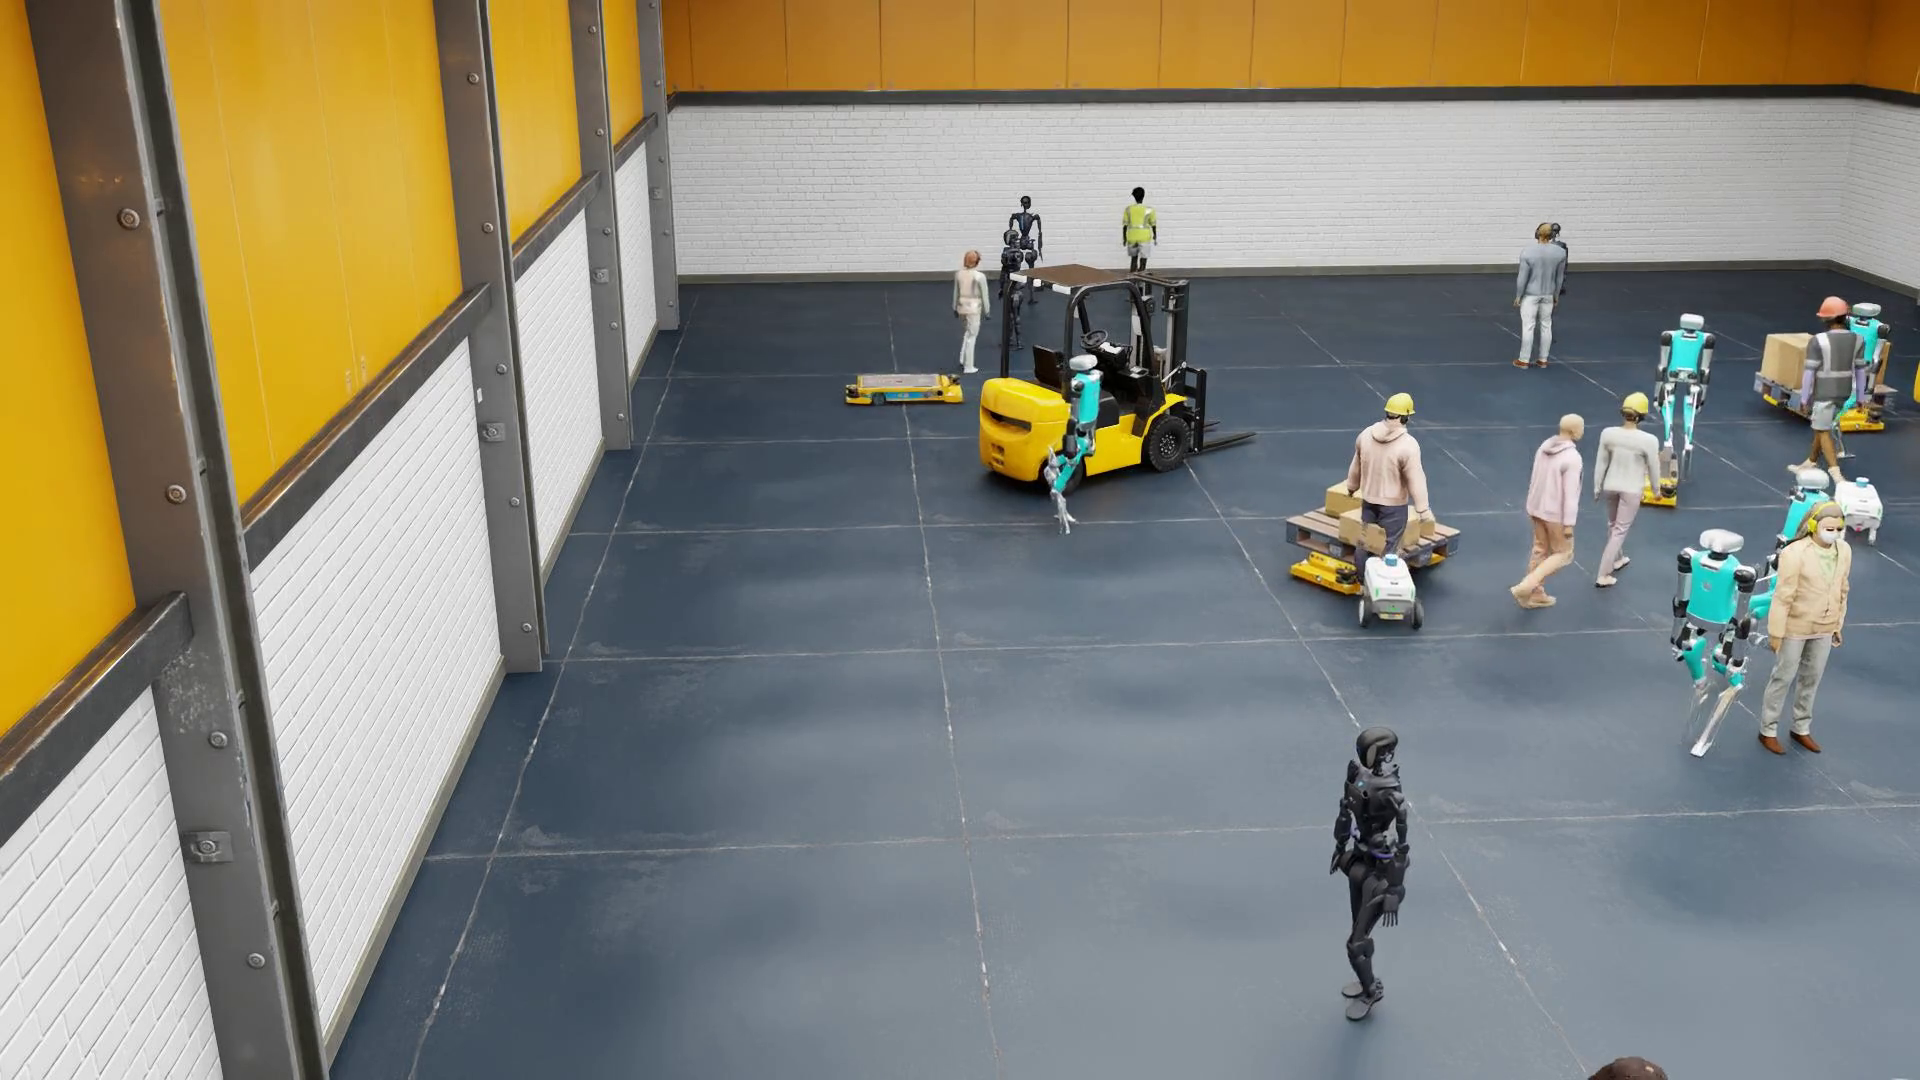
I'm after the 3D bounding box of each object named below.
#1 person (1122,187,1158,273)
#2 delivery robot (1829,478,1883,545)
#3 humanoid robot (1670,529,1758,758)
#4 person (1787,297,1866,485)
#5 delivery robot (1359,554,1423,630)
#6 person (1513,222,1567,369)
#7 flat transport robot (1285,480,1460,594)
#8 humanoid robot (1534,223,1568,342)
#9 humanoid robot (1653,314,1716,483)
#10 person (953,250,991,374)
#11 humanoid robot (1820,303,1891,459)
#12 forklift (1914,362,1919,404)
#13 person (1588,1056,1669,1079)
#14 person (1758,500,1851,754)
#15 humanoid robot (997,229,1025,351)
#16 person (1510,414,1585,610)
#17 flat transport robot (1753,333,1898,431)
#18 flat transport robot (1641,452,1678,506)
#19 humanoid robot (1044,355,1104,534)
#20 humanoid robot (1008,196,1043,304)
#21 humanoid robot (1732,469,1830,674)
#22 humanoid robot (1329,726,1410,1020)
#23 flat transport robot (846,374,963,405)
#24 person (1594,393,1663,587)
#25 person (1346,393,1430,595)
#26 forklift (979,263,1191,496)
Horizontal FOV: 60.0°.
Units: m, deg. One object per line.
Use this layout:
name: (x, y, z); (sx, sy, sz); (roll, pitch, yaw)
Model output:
person: (2.895, -4.825, 26.705); (0.563, 1.681, 0.436); (8, 22, 20)
delivery robot: (8.656, -0.300, 16.056); (0.499, 0.613, 0.817); (8, 21, 20)
humanoid robot: (5.270, 0.759, 11.557); (0.761, 1.853, 0.550); (-16, 25, -37)
person: (9.076, -1.501, 17.237); (0.650, 1.991, 0.922); (-4, 21, -11)
delivery robot: (3.628, 0.427, 14.055); (0.499, 0.598, 0.777); (2, 20, 6)
person: (7.638, -3.225, 21.994); (0.628, 1.940, 0.378); (-2, 20, -4)
flat transport robot: (3.739, 0.163, 15.182); (1.431, 0.231, 0.659); (-15, 25, -36)
humanoid robot: (8.345, -3.676, 23.633); (0.601, 1.631, 0.724); (-8, 21, -20)
humanoid robot: (7.539, -1.410, 17.381); (0.536, 1.831, 0.665); (5, 21, 14)
person: (0.166, -2.987, 21.801); (0.419, 1.624, 0.519); (-18, 27, -41)
humanoid robot: (9.509, -1.698, 17.934); (0.735, 1.673, 0.533); (-10, 23, -26)
forklift: (12.602, -2.435, 19.475); (2.313, 2.155, 1.214); (-1, 20, -4)
person: (2.346, 2.660, 6.253); (0.437, 1.742, 0.577); (-9, 22, -23)
person: (5.924, 0.603, 11.677); (0.566, 1.867, 0.415); (-4, 21, -12)
humanoid robot: (0.717, -3.465, 23.004); (0.315, 1.657, 0.599); (-8, 22, -20)
person: (4.940, -0.202, 14.003); (0.504, 1.762, 0.571); (-5, 21, -14)
flat transport robot: (10.348, -1.591, 19.962); (0.659, 0.231, 1.431); (-2, 20, -5)
flat transport robot: (7.186, -0.685, 17.494); (0.659, 0.231, 1.431); (8, 22, 20)
humanoid robot: (0.990, -0.908, 16.045); (0.746, 1.838, 0.539); (12, 23, 29)
humanoid robot: (1.002, -4.519, 25.877); (0.599, 1.657, 0.315); (8, 21, 20)
humanoid robot: (6.162, 0.292, 12.718); (1.027, 1.727, 0.546); (2, 20, 5)
humanoid robot: (2.185, 1.737, 8.853); (0.374, 1.644, 0.610); (-8, 21, -20)
flat transport robot: (-0.700, -1.877, 20.742); (1.431, 0.231, 0.659); (-1, 20, -3)
person: (5.932, -0.465, 14.775); (0.769, 1.729, 0.540); (-16, 25, -37)
person: (3.647, -0.353, 14.296); (0.434, 1.853, 0.820); (-17, 26, -39)
forklift: (1.315, -1.764, 17.646); (2.313, 2.155, 1.214); (-14, 24, -33)
